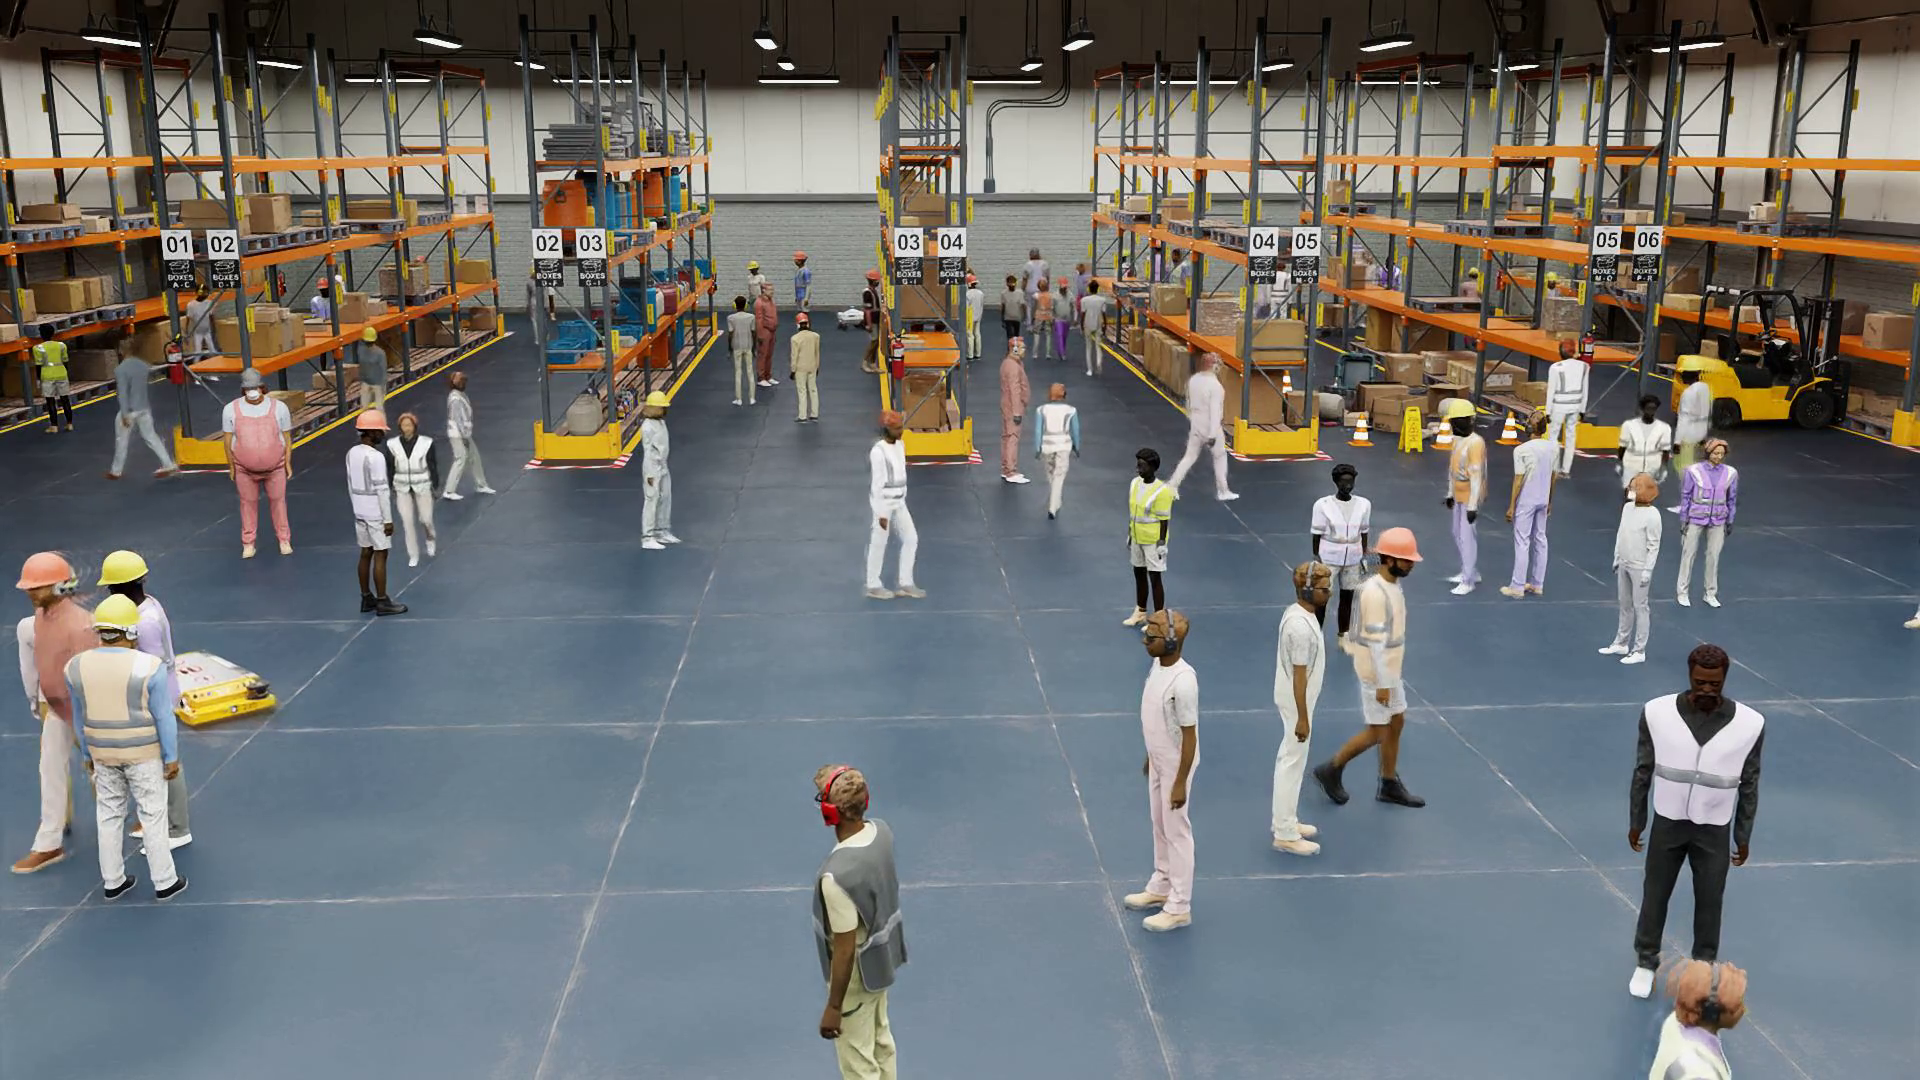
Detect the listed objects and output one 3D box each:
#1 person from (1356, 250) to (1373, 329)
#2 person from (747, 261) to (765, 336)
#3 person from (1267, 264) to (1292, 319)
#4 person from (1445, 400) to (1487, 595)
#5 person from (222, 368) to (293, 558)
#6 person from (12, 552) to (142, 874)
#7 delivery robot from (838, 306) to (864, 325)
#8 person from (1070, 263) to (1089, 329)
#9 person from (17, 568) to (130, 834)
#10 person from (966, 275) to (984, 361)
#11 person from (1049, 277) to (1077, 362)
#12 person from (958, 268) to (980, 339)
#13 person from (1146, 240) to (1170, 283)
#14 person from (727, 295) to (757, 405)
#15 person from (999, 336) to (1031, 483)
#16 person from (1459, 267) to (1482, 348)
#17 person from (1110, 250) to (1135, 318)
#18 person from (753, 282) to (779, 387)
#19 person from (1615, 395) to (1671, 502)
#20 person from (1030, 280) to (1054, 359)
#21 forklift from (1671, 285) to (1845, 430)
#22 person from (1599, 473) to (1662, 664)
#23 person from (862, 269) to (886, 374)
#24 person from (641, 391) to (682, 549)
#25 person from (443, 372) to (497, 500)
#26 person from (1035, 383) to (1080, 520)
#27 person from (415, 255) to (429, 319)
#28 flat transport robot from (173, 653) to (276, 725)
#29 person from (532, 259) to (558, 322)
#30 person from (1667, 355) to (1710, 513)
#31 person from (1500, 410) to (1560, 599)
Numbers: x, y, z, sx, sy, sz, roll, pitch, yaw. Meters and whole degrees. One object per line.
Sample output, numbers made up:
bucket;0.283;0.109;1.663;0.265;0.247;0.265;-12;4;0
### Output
person;9.859;-6.058;40.231;0.557;1.891;0.681;9;16;33
person;-4.721;-5.574;38.502;0.526;1.758;0.347;9;16;33
person;7.151;-5.343;37.244;0.575;1.883;0.355;5;14;20
person;4.980;-0.416;16.317;0.501;1.910;0.705;0;13;0
person;-7.477;-0.828;17.774;0.682;2.000;0.537;-6;14;-23
person;-5.381;0.999;10.235;0.629;1.956;0.984;8;16;32
delivery robot;-2.572;-5.386;40.066;0.707;0.478;0.477;-7;15;-27
person;2.859;-5.841;39.962;0.757;1.588;0.542;-9;16;-34
person;-5.664;1.004;10.600;0.526;1.769;0.328;-2;13;-10
person;0.242;-4.573;34.253;0.329;1.751;0.569;12;18;42
person;2.117;-4.571;34.335;0.565;1.720;0.865;-4;14;-16
person;0.209;-5.407;38.045;0.498;1.634;0.281;1;13;6
person;4.975;-6.496;41.785;0.614;2.040;0.378;5;14;20
person;-3.717;-3.236;28.342;0.520;1.873;0.328;-4;14;-17
person;0.727;-1.712;21.808;0.401;1.910;0.642;-1;13;-6
person;11.230;-5.120;36.602;0.524;1.730;0.829;3;14;10
person;3.975;-6.139;40.640;0.602;1.869;1.000;-10;17;-37
person;-3.541;-3.787;30.599;0.402;1.906;0.652;4;14;17
person;7.571;-0.788;18.426;0.546;1.640;0.900;3;14;13
person;1.715;-4.569;34.509;0.524;1.633;0.315;-2;13;-9
forklift;12.503;-2.886;26.166;2.313;2.155;1.214;-1;13;-3
person;5.733;0.232;14.151;0.286;1.636;0.500;-3;14;-12
person;-1.661;-4.204;32.109;0.391;2.035;0.610;2;13;9
person;-3.299;-0.766;18.178;0.338;1.734;0.492;4;14;16
person;-6.179;-1.309;20.765;0.563;1.605;0.562;-2;13;-6
person;1.144;-1.062;19.737;0.517;1.592;0.889;3;14;14
person;-12.102;-5.412;37.390;0.405;1.953;0.840;-1;13;-4
flat transport robot;-6.087;1.144;13.214;1.431;0.197;0.652;12;18;42
person;-10.413;-6.494;41.811;0.601;2.036;0.409;-7;15;-28
person;8.696;-1.257;19.869;0.427;1.909;0.622;12;18;42
person;5.536;-0.344;16.146;0.506;1.846;0.345;-5;14;-21
